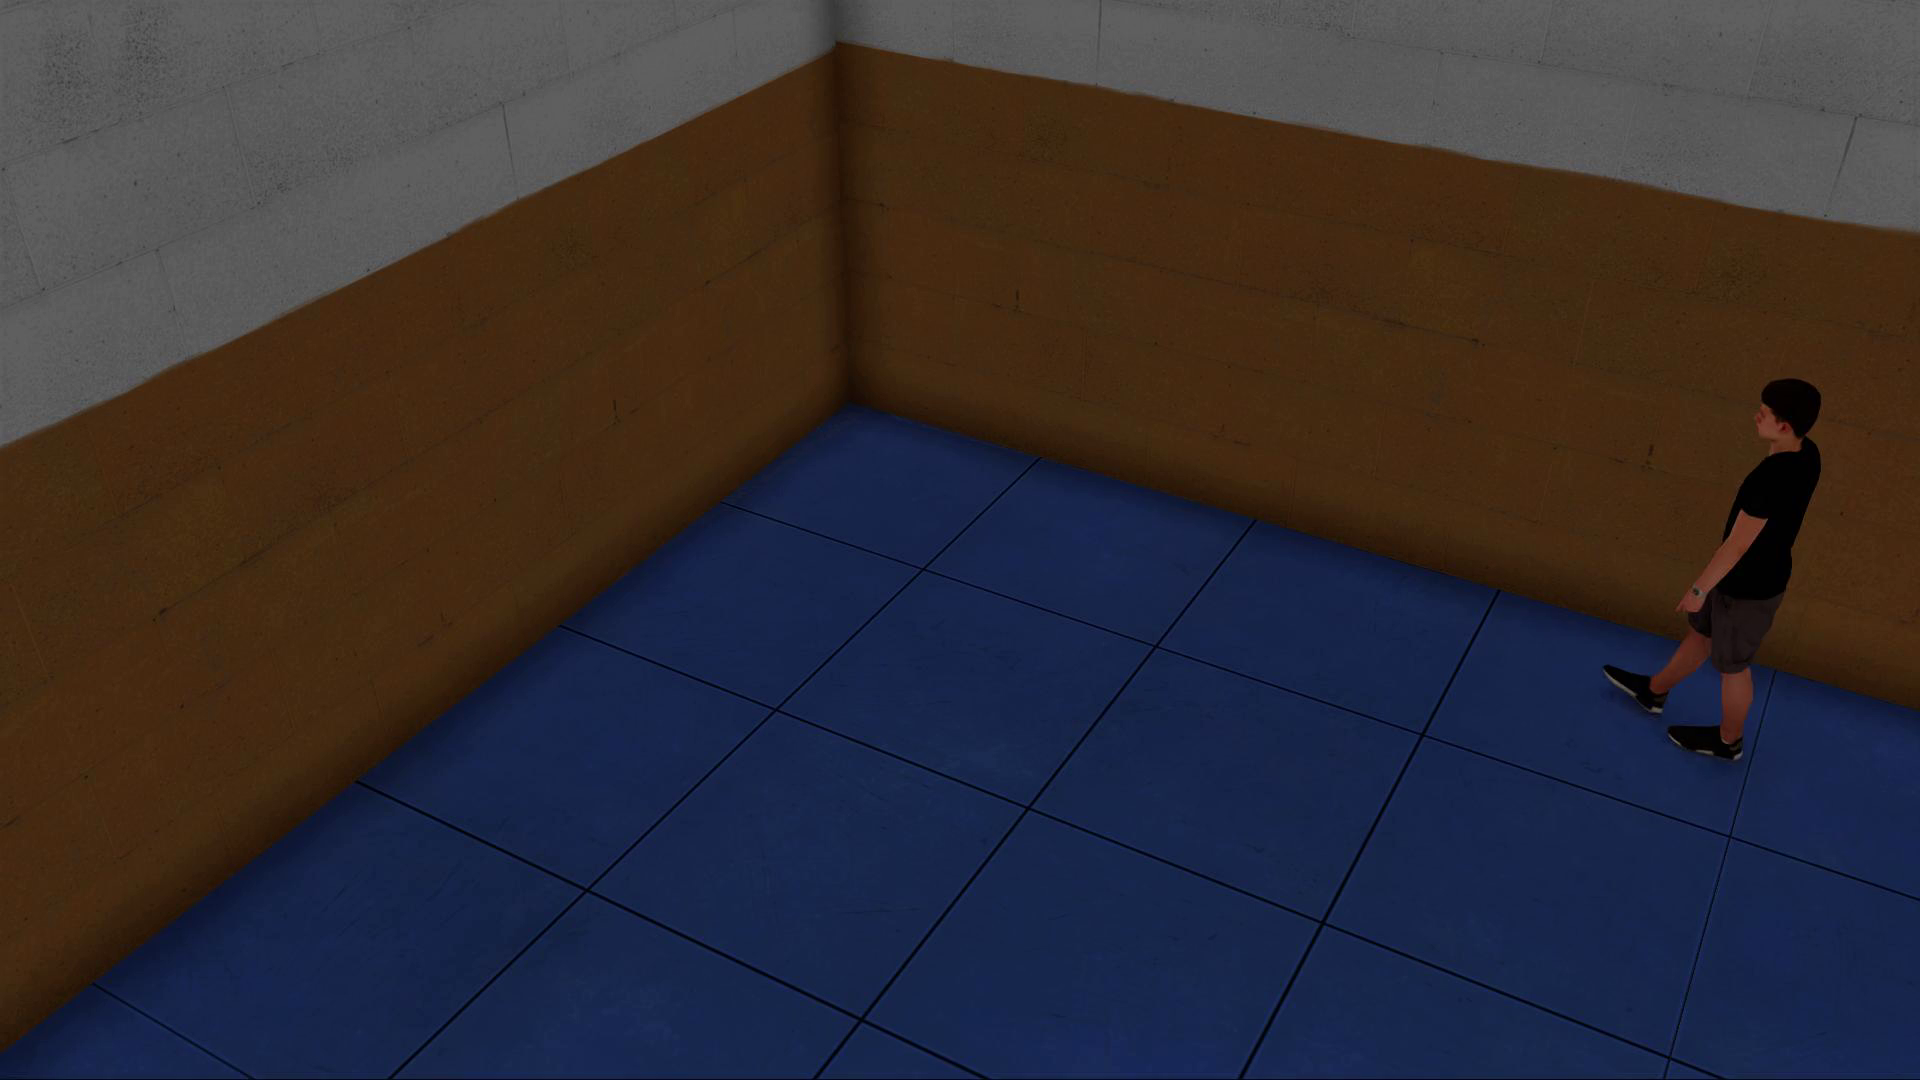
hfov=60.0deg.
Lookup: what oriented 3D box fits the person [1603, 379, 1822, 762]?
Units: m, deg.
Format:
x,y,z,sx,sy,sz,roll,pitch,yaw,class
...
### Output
x,y,z,sx,sy,sz,roll,pitch,yaw,class
3.404,0.180,7.018,0.825,1.847,0.888,23,40,30,person
